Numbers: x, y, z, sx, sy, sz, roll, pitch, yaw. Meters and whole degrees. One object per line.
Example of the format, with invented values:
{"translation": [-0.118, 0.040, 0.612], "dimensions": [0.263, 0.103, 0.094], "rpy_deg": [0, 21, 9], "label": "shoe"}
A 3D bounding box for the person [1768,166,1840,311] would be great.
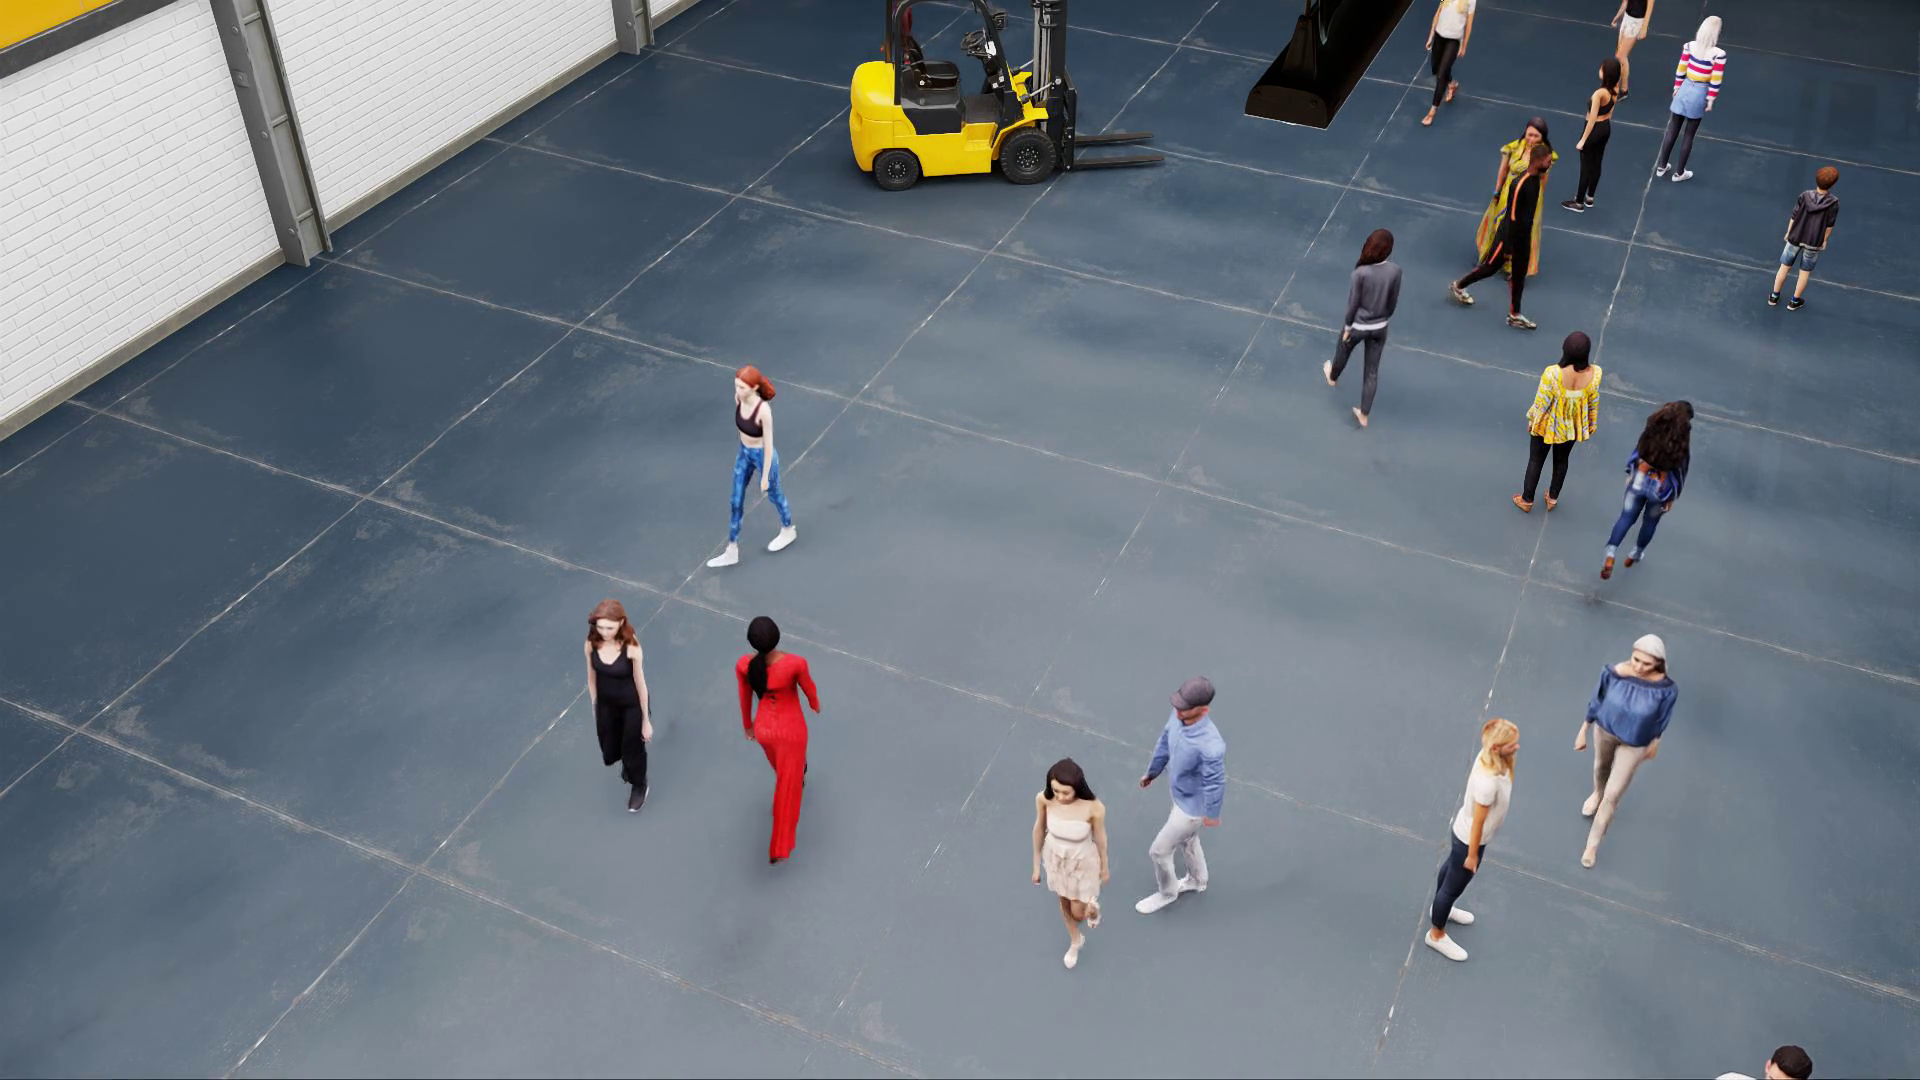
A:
{"translation": [8.068, -2.888, 15.858], "dimensions": [0.574, 1.446, 0.556], "rpy_deg": [24, 45, 27], "label": "person"}

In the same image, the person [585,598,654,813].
{"translation": [-2.139, 1.002, 10.760], "dimensions": [0.692, 1.729, 0.780], "rpy_deg": [7, 39, 8], "label": "person"}

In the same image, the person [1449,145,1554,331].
{"translation": [5.080, -2.869, 15.578], "dimensions": [1.191, 1.766, 0.969], "rpy_deg": [-31, 48, -33], "label": "person"}

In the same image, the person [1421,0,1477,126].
{"translation": [5.654, -5.752, 19.158], "dimensions": [0.838, 1.803, 1.151], "rpy_deg": [30, 47, 32], "label": "person"}

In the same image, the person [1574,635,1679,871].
{"translation": [4.223, 1.204, 10.569], "dimensions": [0.747, 1.663, 1.077], "rpy_deg": [23, 44, 26], "label": "person"}

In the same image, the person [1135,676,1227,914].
{"translation": [1.464, 1.502, 10.024], "dimensions": [0.879, 1.866, 0.823], "rpy_deg": [-7, 39, -8], "label": "person"}

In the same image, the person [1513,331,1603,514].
{"translation": [4.757, -0.926, 13.234], "dimensions": [0.866, 1.655, 0.915], "rpy_deg": [-3, 39, -4], "label": "person"}

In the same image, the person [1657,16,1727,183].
{"translation": [7.885, -4.764, 17.917], "dimensions": [0.690, 1.808, 0.721], "rpy_deg": [-26, 45, -29], "label": "person"}

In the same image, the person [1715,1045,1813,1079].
{"translation": [3.775, 3.060, 8.082], "dimensions": [0.717, 1.855, 0.611], "rpy_deg": [23, 44, 26], "label": "person"}

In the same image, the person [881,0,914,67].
{"translation": [-0.589, -5.629, 19.039], "dimensions": [0.886, 1.761, 0.818], "rpy_deg": [-5, 39, -6], "label": "person"}

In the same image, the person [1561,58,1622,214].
{"translation": [6.651, -4.234, 17.386], "dimensions": [0.583, 1.643, 0.688], "rpy_deg": [-24, 44, -27], "label": "person"}

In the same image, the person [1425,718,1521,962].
{"translation": [3.010, 1.720, 9.798], "dimensions": [0.649, 1.809, 0.441], "rpy_deg": [15, 41, 18], "label": "person"}

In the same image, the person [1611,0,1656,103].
{"translation": [8.002, -6.108, 19.574], "dimensions": [0.757, 1.841, 0.653], "rpy_deg": [-4, 39, -5], "label": "person"}

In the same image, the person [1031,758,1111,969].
{"translation": [0.687, 1.832, 9.729], "dimensions": [0.593, 1.718, 0.691], "rpy_deg": [12, 40, 15], "label": "person"}

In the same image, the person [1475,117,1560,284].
{"translation": [5.485, -3.384, 16.317], "dimensions": [0.859, 1.659, 0.889], "rpy_deg": [10, 40, 13], "label": "person"}

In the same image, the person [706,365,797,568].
{"translation": [-1.471, -0.609, 12.767], "dimensions": [0.814, 1.752, 1.102], "rpy_deg": [32, 48, 33], "label": "person"}

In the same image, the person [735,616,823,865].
{"translation": [-1.147, 1.282, 10.423], "dimensions": [0.795, 1.724, 1.236], "rpy_deg": [8, 39, 10], "label": "person"}

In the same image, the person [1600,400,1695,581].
{"translation": [5.171, -0.350, 12.553], "dimensions": [1.023, 1.605, 0.810], "rpy_deg": [-31, 48, -33], "label": "person"}

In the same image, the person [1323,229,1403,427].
{"translation": [3.515, -1.776, 14.238], "dimensions": [0.970, 1.731, 1.163], "rpy_deg": [-4, 39, -5], "label": "person"}
